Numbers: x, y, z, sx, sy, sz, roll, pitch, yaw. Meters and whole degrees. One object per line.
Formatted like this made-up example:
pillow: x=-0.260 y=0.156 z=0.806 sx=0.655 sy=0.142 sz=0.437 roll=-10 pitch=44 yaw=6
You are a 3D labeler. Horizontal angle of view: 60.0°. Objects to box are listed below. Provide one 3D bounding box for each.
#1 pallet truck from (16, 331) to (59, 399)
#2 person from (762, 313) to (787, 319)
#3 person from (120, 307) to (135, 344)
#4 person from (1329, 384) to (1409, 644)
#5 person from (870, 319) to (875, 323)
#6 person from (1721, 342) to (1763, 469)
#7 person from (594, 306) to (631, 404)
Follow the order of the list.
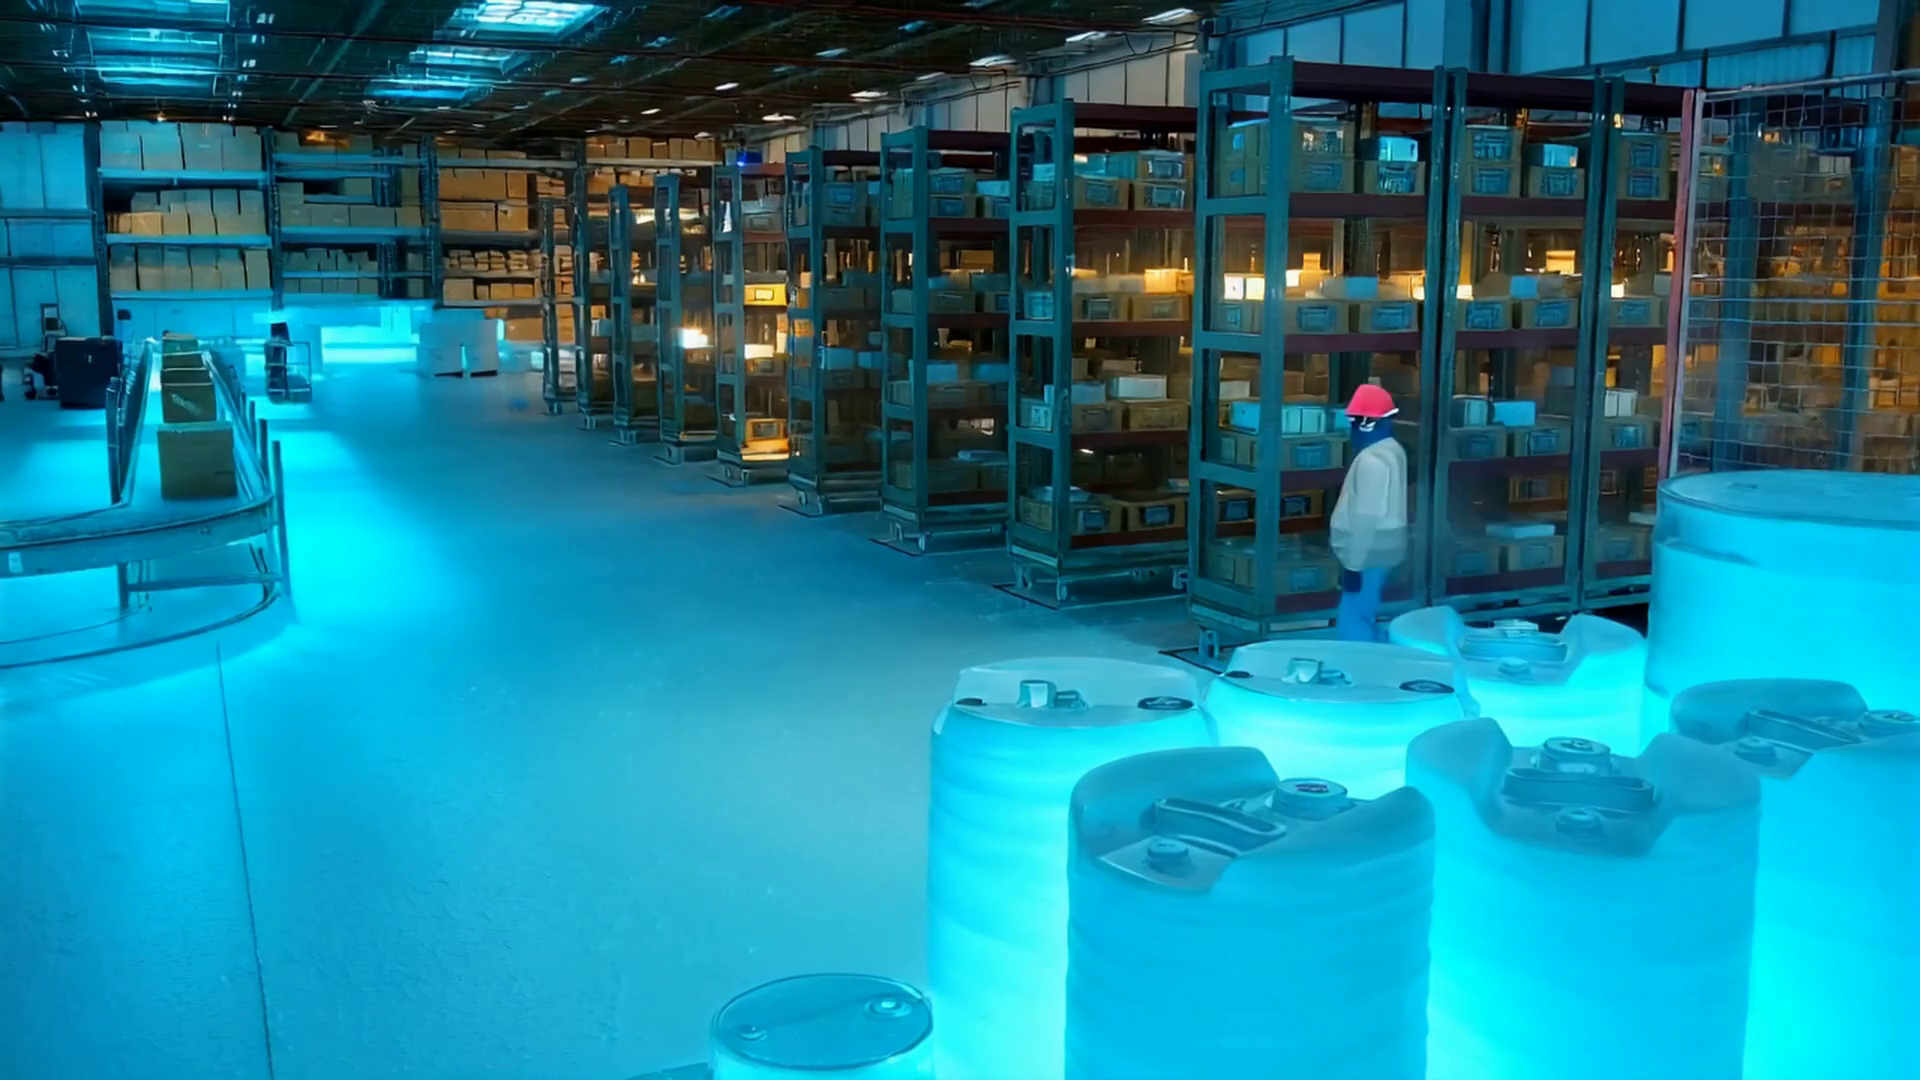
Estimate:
pallet truck: x=-17.082 y=-3.353 z=31.781 sx=1.630 sy=1.274 sz=0.653 roll=-4 pitch=10 yaw=-25
person: x=-3.903 y=-4.172 z=34.899 sx=0.645 sy=1.929 sz=0.998 roll=-5 pitch=10 yaw=-27
person: x=-18.418 y=-4.329 z=36.800 sx=0.499 sy=1.634 sz=0.279 roll=8 pitch=12 yaw=41
person: x=2.223 y=0.078 z=8.884 sx=0.611 sy=1.818 sz=0.607 roll=4 pitch=10 yaw=22
person: x=-2.863 y=-6.876 z=51.661 sx=0.642 sy=1.933 sz=0.520 roll=-4 pitch=10 yaw=-22
person: x=7.036 y=-0.878 z=14.842 sx=0.594 sy=1.803 sz=0.832 roll=-4 pitch=10 yaw=-24
person: x=-6.194 y=-3.317 z=29.820 sx=0.651 sy=1.867 sz=0.920 roll=9 pitch=13 yaw=43
